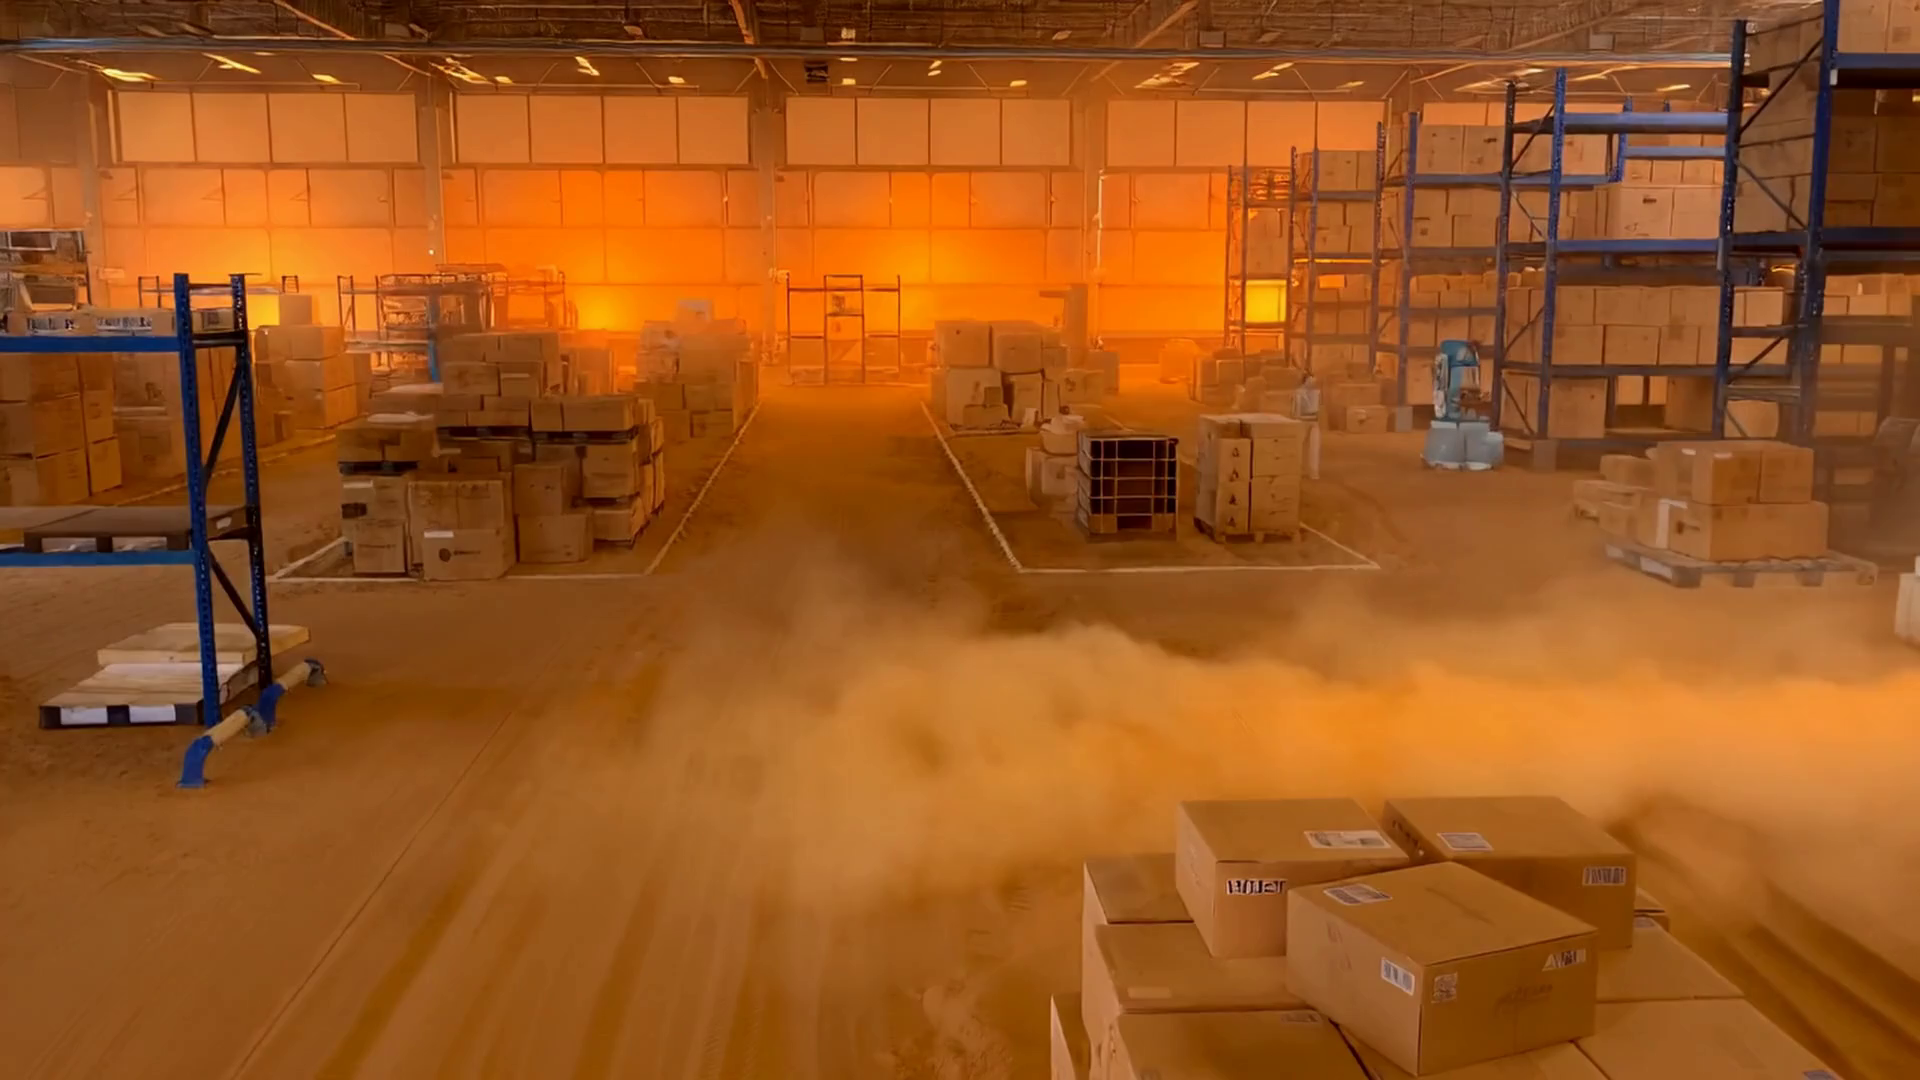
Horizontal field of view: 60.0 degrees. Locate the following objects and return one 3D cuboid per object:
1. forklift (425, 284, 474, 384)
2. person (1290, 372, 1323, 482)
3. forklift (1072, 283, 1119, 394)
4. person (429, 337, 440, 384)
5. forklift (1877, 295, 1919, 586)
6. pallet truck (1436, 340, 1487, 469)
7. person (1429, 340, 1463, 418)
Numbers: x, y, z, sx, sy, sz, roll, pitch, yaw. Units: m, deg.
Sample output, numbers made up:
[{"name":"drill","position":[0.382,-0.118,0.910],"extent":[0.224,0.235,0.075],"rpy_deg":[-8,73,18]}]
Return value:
[{"name":"forklift","position":[-11.460,-4.404,37.686],"extent":[1.129,2.768,1.873],"rpy_deg":[-5,10,-28]},{"name":"person","position":[5.090,-1.687,24.609],"extent":[0.526,1.614,0.767],"rpy_deg":[-3,9,-16]},{"name":"forklift","position":[3.066,-5.144,42.330],"extent":[1.873,2.768,1.129],"rpy_deg":[-1,9,-4]},{"name":"person","position":[-11.687,-3.887,37.434],"extent":[0.463,1.922,0.642],"rpy_deg":[7,11,35]},{"name":"forklift","position":[9.714,-1.011,16.380],"extent":[1.873,2.768,1.129],"rpy_deg":[-1,9,-4]},{"name":"pallet truck","position":[8.004,-2.170,26.422],"extent":[0.823,1.965,1.885],"rpy_deg":[2,9,14]},{"name":"person","position":[8.932,-2.768,30.658],"extent":[0.620,1.845,0.429],"rpy_deg":[-3,10,-18]}]
